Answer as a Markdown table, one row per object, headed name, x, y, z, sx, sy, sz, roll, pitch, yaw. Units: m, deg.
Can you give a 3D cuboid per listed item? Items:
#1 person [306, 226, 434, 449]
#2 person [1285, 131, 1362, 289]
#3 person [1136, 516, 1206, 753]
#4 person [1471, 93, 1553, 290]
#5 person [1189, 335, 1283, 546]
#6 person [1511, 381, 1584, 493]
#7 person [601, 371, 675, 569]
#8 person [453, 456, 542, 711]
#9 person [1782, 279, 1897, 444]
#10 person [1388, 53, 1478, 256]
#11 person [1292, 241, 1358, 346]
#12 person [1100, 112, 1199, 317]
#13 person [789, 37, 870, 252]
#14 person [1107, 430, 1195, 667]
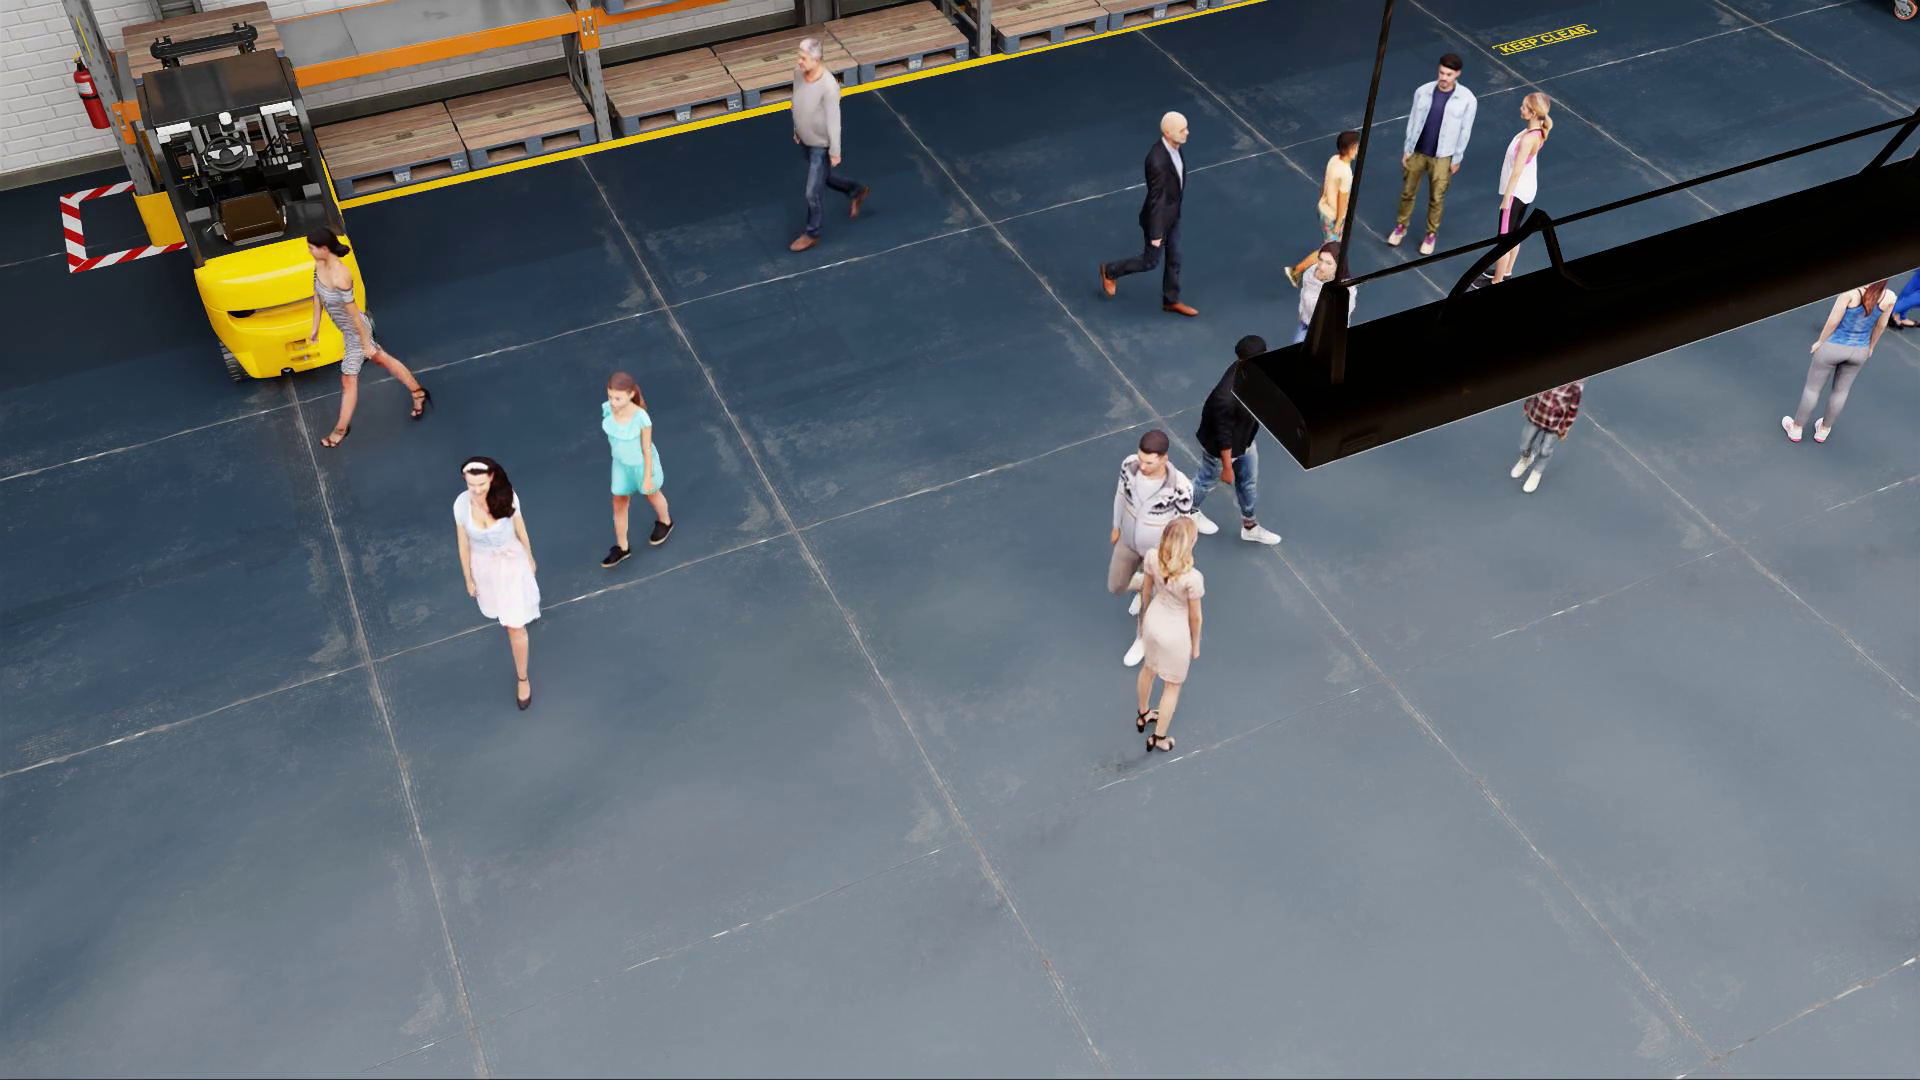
| name | x | y | z | sx | sy | sz | roll | pitch | yaw |
| --- | --- | --- | --- | --- | --- | --- | --- | --- | --- |
| person | -4.322 | -1.527 | 12.153 | 1.153 | 1.770 | 0.725 | -28 | 50 | -27 |
| person | 2.978 | -2.663 | 13.581 | 0.858 | 1.444 | 0.644 | -10 | 45 | -11 |
| person | 1.225 | 0.564 | 9.913 | 0.649 | 1.832 | 0.653 | -33 | 53 | -30 |
| person | 4.536 | -2.808 | 13.484 | 0.737 | 1.788 | 0.619 | 26 | 49 | 24 |
| person | 1.748 | -0.728 | 11.308 | 1.032 | 1.778 | 1.054 | 26 | 49 | 24 |
| person | 4.222 | -0.911 | 11.851 | 0.634 | 1.294 | 0.677 | 26 | 49 | 25 |
| person | -2.158 | -0.567 | 11.315 | 0.844 | 1.536 | 0.953 | 20 | 47 | 19 |
| person | -2.874 | 0.137 | 10.402 | 1.215 | 1.776 | 0.980 | -4 | 44 | -4 |
| person | 6.445 | -1.401 | 12.137 | 0.616 | 1.608 | 0.711 | 5 | 44 | 5 |
| person | 3.955 | -3.242 | 13.927 | 0.761 | 1.806 | 0.781 | 21 | 48 | 21 |
| person | 2.701 | -1.556 | 12.294 | 0.727 | 1.616 | 0.766 | 27 | 50 | 25 |
| person | 1.535 | -2.593 | 13.263 | 1.131 | 1.782 | 1.147 | 20 | 47 | 20 |
| person | -1.138 | -3.377 | 14.010 | 1.178 | 1.885 | 0.857 | -27 | 50 | -25 |
| person | 1.249 | -0.031 | 10.531 | 0.909 | 1.841 | 0.974 | 29 | 51 | 27 |
